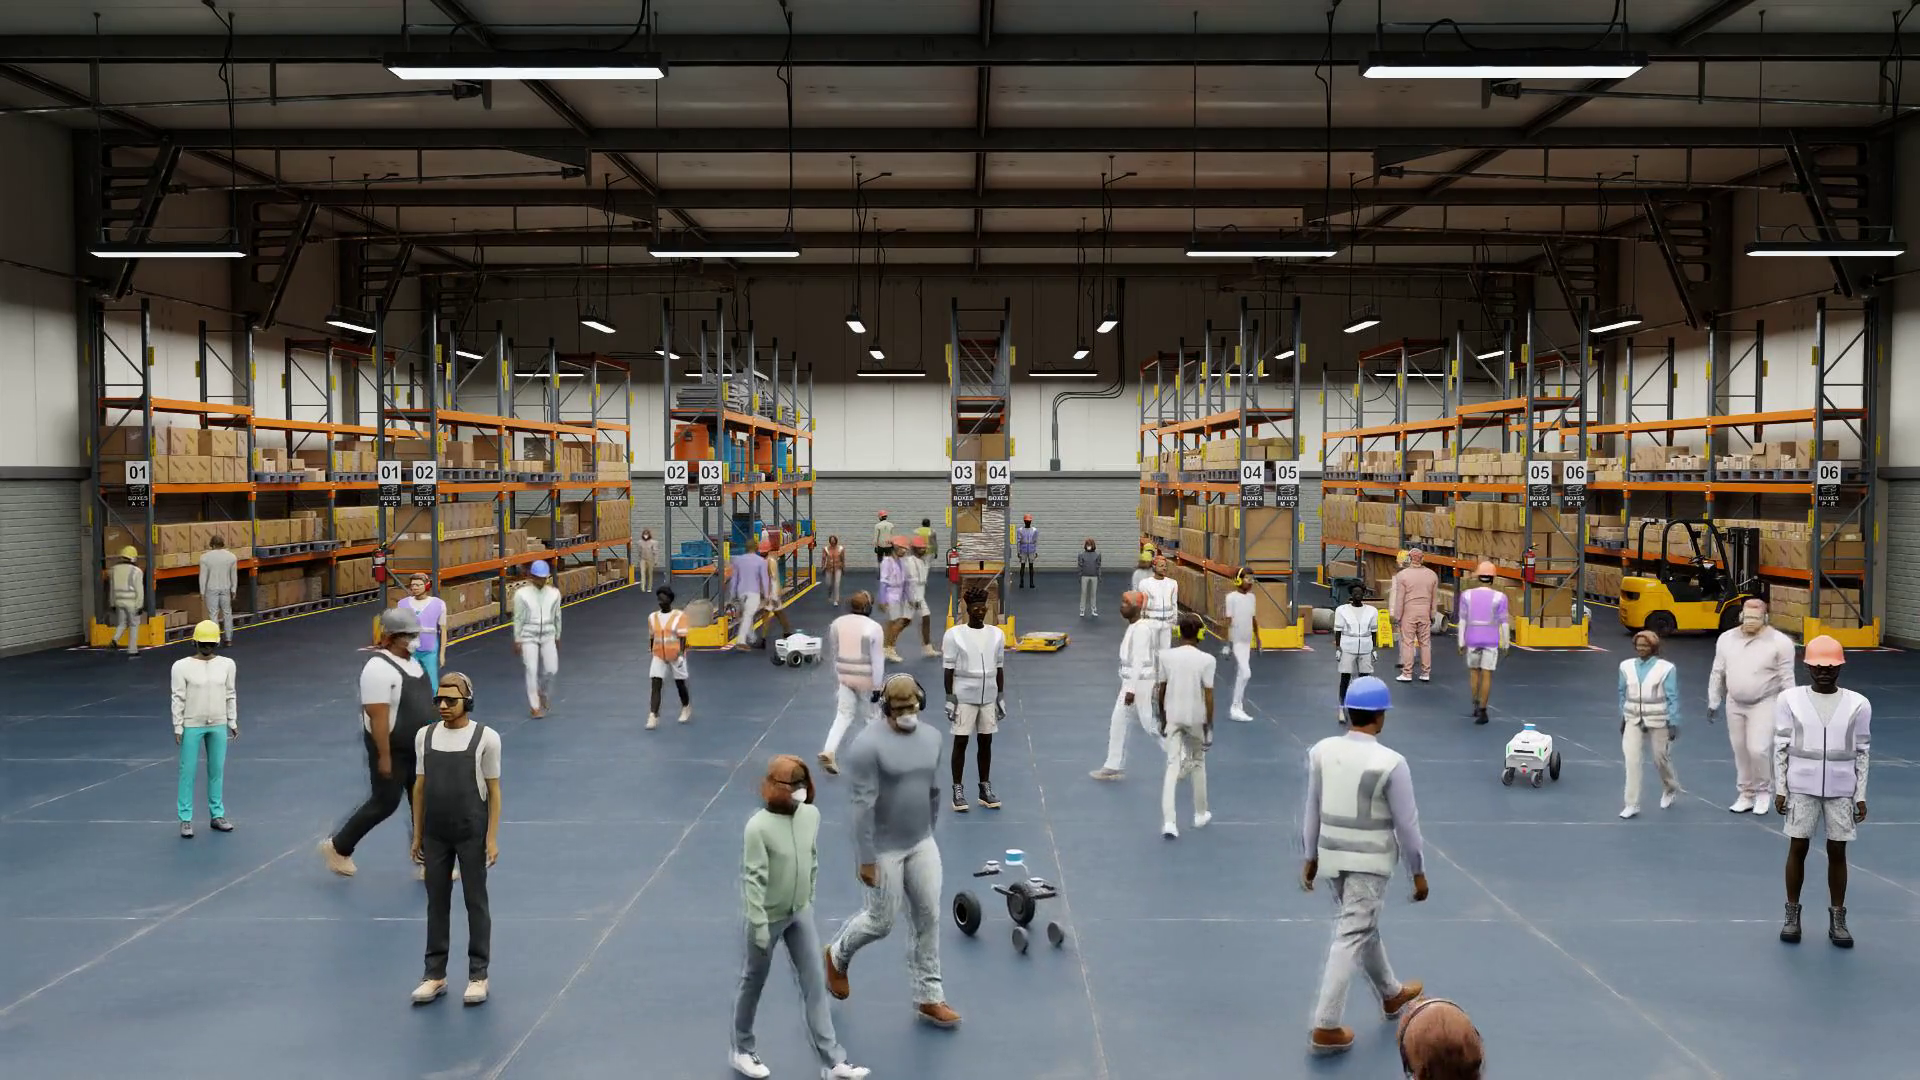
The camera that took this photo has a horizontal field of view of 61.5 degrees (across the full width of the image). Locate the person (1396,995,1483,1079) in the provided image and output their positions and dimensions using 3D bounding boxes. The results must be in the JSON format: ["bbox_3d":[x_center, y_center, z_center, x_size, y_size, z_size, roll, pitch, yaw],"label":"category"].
[{"bbox_3d":[1.221,1.973,3.997,0.523,1.620,0.558,0,2,8],"label":"person"}]

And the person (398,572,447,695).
[{"bbox_3d":[-6.127,1.286,18.411,0.565,1.847,0.396,0,2,4],"label":"person"}]

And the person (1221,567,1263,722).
[{"bbox_3d":[3.401,1.248,19.274,0.569,1.854,0.473,-2,3,-42],"label":"person"}]

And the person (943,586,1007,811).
[{"bbox_3d":[0.136,1.391,14.299,0.606,1.966,0.367,-1,3,-26],"label":"person"}]

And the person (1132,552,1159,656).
[{"bbox_3d":[3.046,1.046,26.189,0.501,1.696,0.876,-1,2,-19],"label":"person"}]

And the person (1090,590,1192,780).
[{"bbox_3d":[1.773,1.402,15.588,0.944,1.851,0.584,0,2,-7],"label":"person"}]

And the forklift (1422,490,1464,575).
[{"bbox_3d":[13.926,-0.371,47.846,1.873,2.768,1.129,0,2,0],"label":"forklift"}]

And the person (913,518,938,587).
[{"bbox_3d":[-0.880,0.331,42.867,0.650,1.810,0.829,1,2,14],"label":"person"}]

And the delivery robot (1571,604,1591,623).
[{"bbox_3d":[11.880,1.398,30.997,0.477,0.478,0.707,0,2,11],"label":"delivery robot"}]

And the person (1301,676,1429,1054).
[{"bbox_3d":[2.148,1.657,8.418,0.984,1.891,0.644,-2,3,-34],"label":"person"}]

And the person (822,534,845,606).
[{"bbox_3d":[-2.862,0.676,36.607,0.526,1.625,0.552,0,2,-1],"label":"person"}]

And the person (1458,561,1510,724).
[{"bbox_3d":[6.309,1.213,19.359,0.580,1.915,0.680,2,3,34],"label":"person"}]

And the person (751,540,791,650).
[{"bbox_3d":[-3.206,0.923,27.632,0.890,1.865,0.601,-1,3,-25],"label":"person"}]

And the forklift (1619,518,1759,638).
[{"bbox_3d":[13.417,0.684,29.791,2.313,2.155,1.214,0,2,0],"label":"forklift"}]

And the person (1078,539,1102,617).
[{"bbox_3d":[2.715,0.782,33.750,0.501,1.632,0.288,0,2,-3],"label":"person"}]

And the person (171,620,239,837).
[{"bbox_3d":[-6.208,1.534,13.290,0.333,1.759,0.523,2,3,44],"label":"person"}]

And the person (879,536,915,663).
[{"bbox_3d":[-1.013,0.934,25.368,0.650,1.998,0.629,1,2,23],"label":"person"}]

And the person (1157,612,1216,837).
[{"bbox_3d":[1.848,1.505,13.299,0.537,1.830,0.964,1,2,21],"label":"person"}]

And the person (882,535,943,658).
[{"bbox_3d":[-0.809,0.911,26.184,0.995,2.009,0.620,1,2,17],"label":"person"}]

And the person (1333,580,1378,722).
[{"bbox_3d":[4.727,1.326,19.271,0.535,1.697,0.318,0,2,-1],"label":"person"}]

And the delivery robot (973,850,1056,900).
[{"bbox_3d":[0.342,2.093,10.277,0.335,0.223,0.698,-1,3,-31],"label":"delivery robot"}]

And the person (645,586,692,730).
[{"bbox_3d":[-3.416,1.357,18.959,0.528,1.655,0.864,0,2,12],"label":"person"}]

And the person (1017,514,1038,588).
[{"bbox_3d":[1.774,0.283,42.473,0.552,1.942,0.340,0,2,-4],"label":"person"}]

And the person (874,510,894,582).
[{"bbox_3d":[-2.134,0.161,45.047,0.618,1.987,0.406,-1,3,-30],"label":"person"}]

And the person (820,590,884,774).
[{"bbox_3d":[-1.025,1.399,15.945,0.621,1.820,0.841,1,3,28],"label":"person"}]

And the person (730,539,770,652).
[{"bbox_3d":[-3.550,0.921,27.234,0.657,1.890,1.041,1,3,25],"label":"person"}]

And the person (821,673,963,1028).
[{"bbox_3d":[-0.395,1.645,8.740,0.643,1.907,0.788,-2,3,-42],"label":"person"}]

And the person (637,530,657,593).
[{"bbox_3d":[-7.827,0.538,40.366,0.520,1.579,0.845,0,2,-4],"label":"person"}]

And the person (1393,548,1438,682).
[{"bbox_3d":[6.490,1.072,23.058,0.651,1.907,0.409,-1,2,-12],"label":"person"}]

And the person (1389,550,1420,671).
[{"bbox_3d":[6.705,1.062,24.334,0.617,1.821,0.425,-1,3,-29],"label":"person"}]

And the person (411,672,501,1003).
[{"bbox_3d":[-2.833,1.658,9.065,0.504,1.847,0.344,0,2,4],"label":"person"}]

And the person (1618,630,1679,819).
[{"bbox_3d":[6.011,1.580,14.051,0.757,1.616,0.524,-2,3,-44],"label":"person"}]

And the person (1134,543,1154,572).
[{"bbox_3d":[3.282,0.939,28.161,0.533,1.767,0.321,0,2,-10],"label":"person"}]

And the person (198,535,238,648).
[{"bbox_3d":[-12.730,0.882,27.701,0.649,1.938,0.438,-2,3,-44],"label":"person"}]

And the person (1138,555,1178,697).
[{"bbox_3d":[2.641,1.146,21.475,0.580,1.884,0.352,-1,2,-20],"label":"person"}]

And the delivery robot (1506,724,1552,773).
[{"bbox_3d":[5.475,2.012,15.527,0.477,0.478,0.707,1,2,27],"label":"delivery robot"}]

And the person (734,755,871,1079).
[{"bbox_3d":[-0.809,1.833,7.767,0.826,1.590,0.521,2,3,42],"label":"person"}]

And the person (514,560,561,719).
[{"bbox_3d":[-5.123,1.199,19.606,0.605,1.924,0.448,-1,3,-29],"label":"person"}]

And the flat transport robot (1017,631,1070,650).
[{"bbox_3d":[1.435,1.718,27.606,0.652,0.197,1.431,1,2,14],"label":"flat transport robot"}]

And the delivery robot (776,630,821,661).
[{"bbox_3d":[-2.501,1.634,25.039,0.707,0.478,0.477,-2,3,-42],"label":"delivery robot"}]

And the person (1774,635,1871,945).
[{"bbox_3d":[5.446,1.567,10.206,0.545,1.939,0.354,1,2,22],"label":"person"}]

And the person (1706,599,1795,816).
[{"bbox_3d":[6.848,1.444,14.006,0.525,1.880,0.659,-2,3,-36],"label":"person"}]

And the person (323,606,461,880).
[{"bbox_3d":[-4.128,1.478,11.720,0.899,2.000,0.685,0,2,12],"label":"person"}]

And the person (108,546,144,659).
[{"bbox_3d":[-13.323,1.002,25.822,0.602,1.824,0.505,0,2,10],"label":"person"}]
